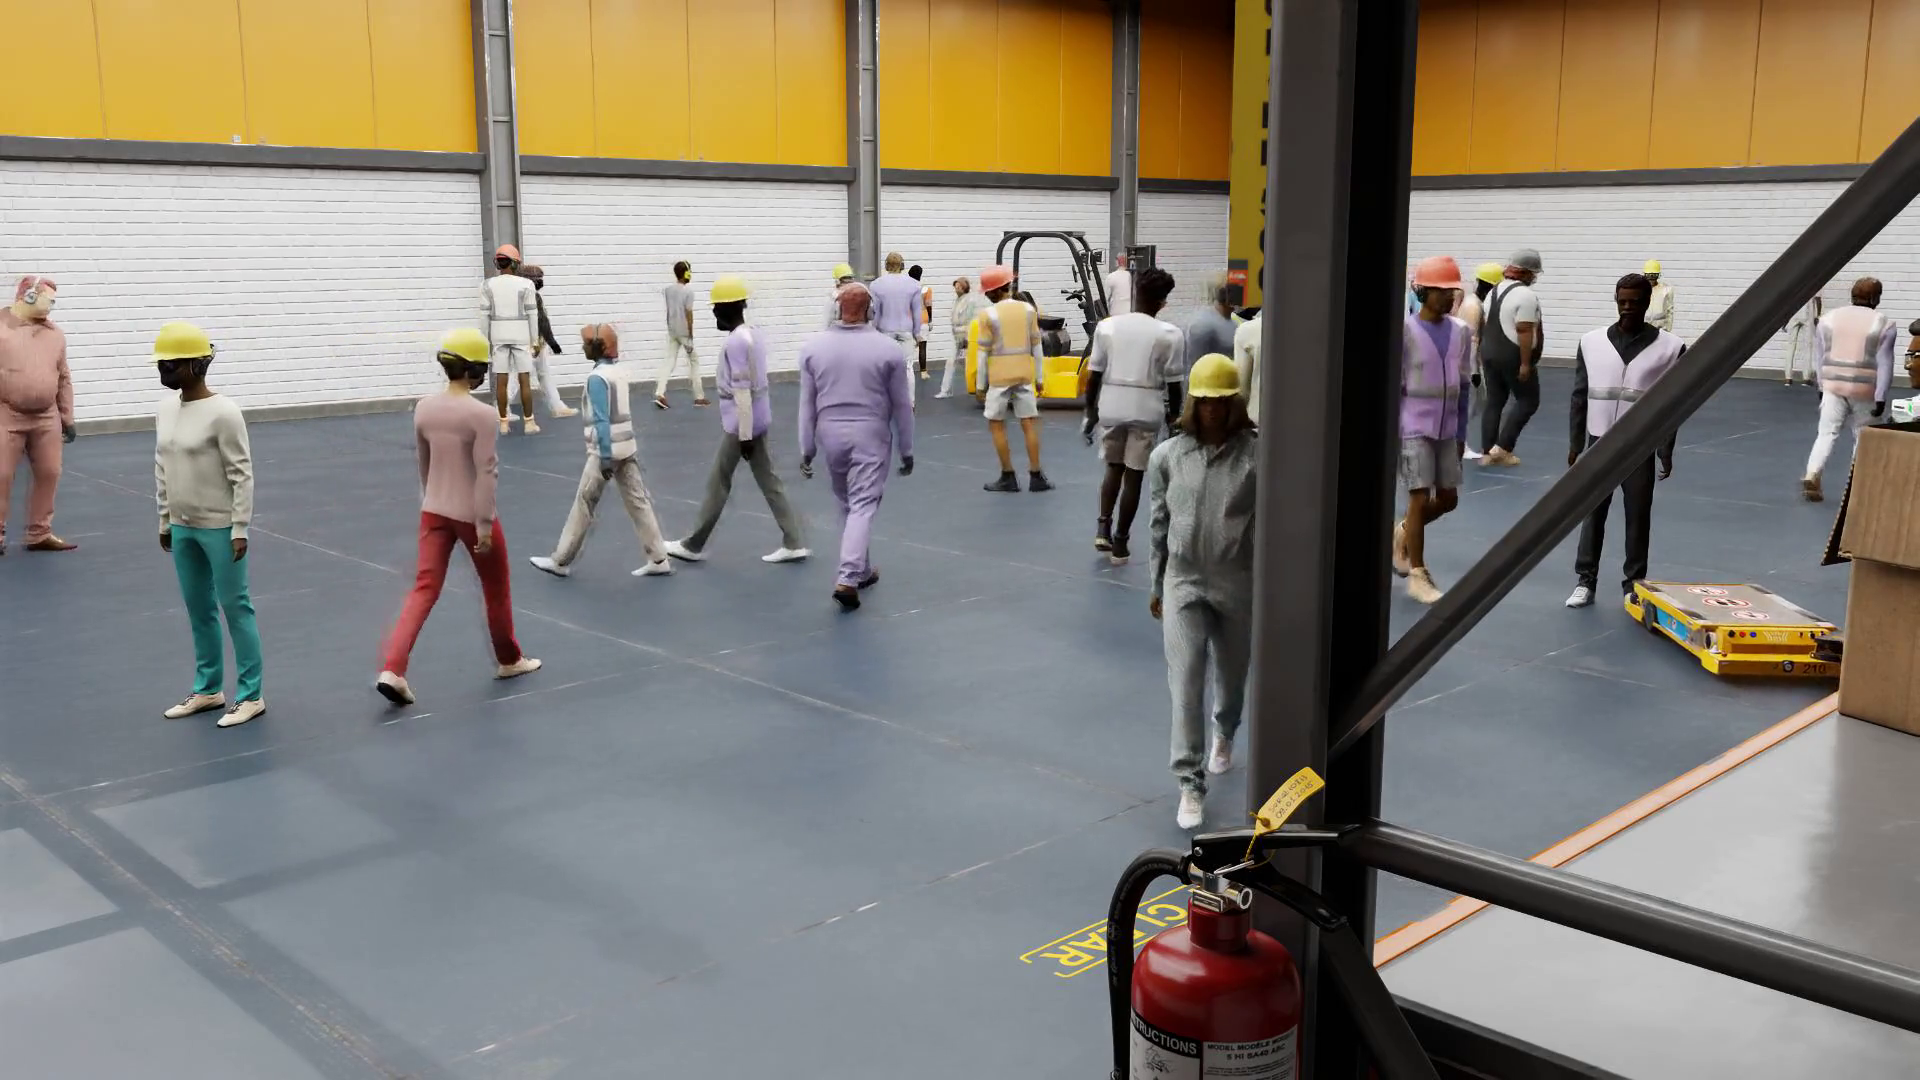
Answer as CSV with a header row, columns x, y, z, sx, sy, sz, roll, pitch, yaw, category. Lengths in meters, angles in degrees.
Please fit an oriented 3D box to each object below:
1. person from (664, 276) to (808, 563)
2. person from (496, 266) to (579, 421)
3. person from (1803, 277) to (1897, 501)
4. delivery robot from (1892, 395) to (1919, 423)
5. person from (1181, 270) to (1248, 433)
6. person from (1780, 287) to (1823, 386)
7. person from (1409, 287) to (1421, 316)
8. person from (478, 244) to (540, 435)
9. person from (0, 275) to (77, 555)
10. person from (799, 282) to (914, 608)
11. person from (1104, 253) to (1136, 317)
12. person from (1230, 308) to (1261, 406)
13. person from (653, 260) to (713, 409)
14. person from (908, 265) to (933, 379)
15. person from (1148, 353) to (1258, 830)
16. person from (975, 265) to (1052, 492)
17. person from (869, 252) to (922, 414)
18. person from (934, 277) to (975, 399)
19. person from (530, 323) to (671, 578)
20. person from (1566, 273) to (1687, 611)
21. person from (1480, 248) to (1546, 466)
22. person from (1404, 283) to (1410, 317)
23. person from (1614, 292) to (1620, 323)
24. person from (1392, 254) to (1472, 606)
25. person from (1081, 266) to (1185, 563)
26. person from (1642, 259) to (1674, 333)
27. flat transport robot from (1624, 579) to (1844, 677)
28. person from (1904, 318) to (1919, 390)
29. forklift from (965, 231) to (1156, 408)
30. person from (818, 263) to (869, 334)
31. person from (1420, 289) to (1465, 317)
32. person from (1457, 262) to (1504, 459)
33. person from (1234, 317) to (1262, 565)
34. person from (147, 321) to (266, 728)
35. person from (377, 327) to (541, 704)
x,y,z,sx,sy,sz,roll,pitch,yaw,category
-1.458,-0.766,10.779,1.010,1.866,0.610,1,10,7,person
-4.964,-2.264,19.222,0.999,1.791,0.627,-4,11,-22,person
7.144,-1.204,13.351,0.862,1.811,0.627,-9,14,-41,person
10.124,-1.356,17.339,0.707,0.478,0.477,-1,10,-5,delivery robot
1.787,-0.835,11.061,0.816,1.903,0.641,5,12,27,person
11.949,-3.115,23.652,0.566,1.875,0.396,8,13,36,person
6.576,-3.020,23.545,0.541,1.696,0.316,6,12,31,person
-4.809,-2.134,17.806,0.606,2.033,0.403,-1,10,-4,person
-6.262,-0.805,11.016,0.428,1.870,0.804,6,12,31,person
-0.609,-0.563,9.696,0.663,1.867,0.982,3,11,15,person
2.359,-3.346,24.883,0.642,1.862,0.933,-6,12,-32,person
2.008,-0.957,11.905,0.430,1.843,0.625,9,13,39,person
-3.491,-2.538,20.586,0.536,1.829,0.954,7,12,32,person
-0.653,-3.225,24.687,0.531,1.694,0.320,4,11,20,person
0.952,0.143,6.267,0.495,1.713,0.837,2,11,9,person
0.465,-1.336,13.839,0.717,1.893,0.350,-5,12,-26,person
-0.768,-2.441,19.751,0.629,1.933,0.379,-1,10,-7,person
0.093,-2.642,21.770,0.783,1.599,0.533,-6,12,-30,person
-2.224,-0.543,10.328,0.875,1.590,0.541,1,10,8,person
3.778,-0.550,9.479,0.593,1.920,0.391,5,12,27,person
5.079,-1.676,15.282,0.538,2.000,0.709,-3,11,-18,person
5.550,-2.712,21.393,1.020,1.872,0.664,9,14,40,person
7.804,-2.220,19.408,0.564,1.615,0.506,9,14,42,person
2.701,-0.655,9.761,0.616,2.025,0.701,-4,11,-23,person
1.140,-0.807,10.839,0.653,1.932,0.457,4,11,21,person
8.919,-2.715,21.553,0.591,1.825,0.403,3,11,13,person
4.003,0.433,8.614,0.652,0.197,1.431,1,10,4,flat transport robot
3.503,0.117,6.008,0.514,1.861,0.321,-10,14,-44,person
1.222,-2.721,20.561,2.313,2.155,1.214,2,11,13,forklift
-1.377,-2.313,19.406,0.536,1.803,0.596,10,15,44,person
5.836,-2.515,20.279,0.638,1.887,0.431,-4,11,-19,person
4.892,-1.684,15.753,0.480,1.878,0.644,5,11,24,person
1.934,-0.683,9.996,0.613,1.994,0.382,1,10,7,person
-3.299,-0.061,7.229,0.532,1.767,0.328,5,12,27,person
-2.346,-0.121,7.685,0.538,1.719,0.933,5,11,23,person
